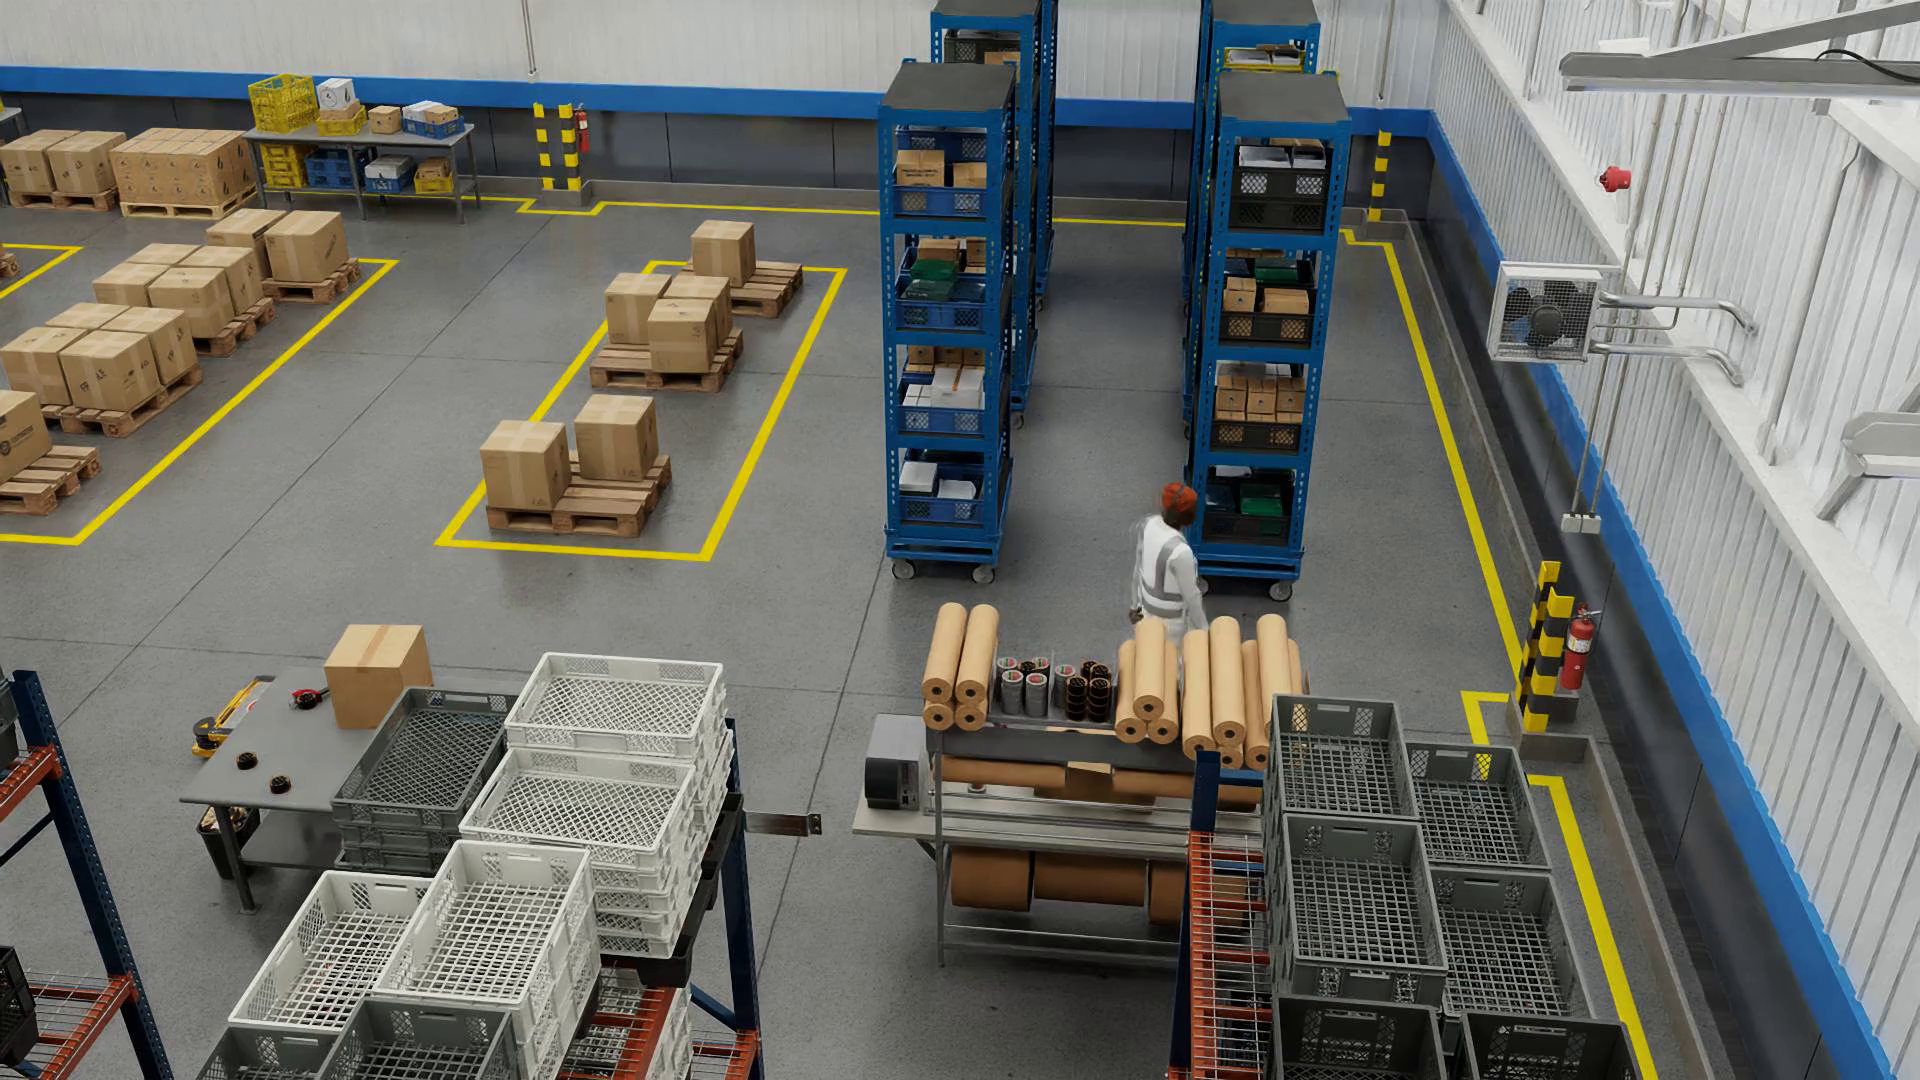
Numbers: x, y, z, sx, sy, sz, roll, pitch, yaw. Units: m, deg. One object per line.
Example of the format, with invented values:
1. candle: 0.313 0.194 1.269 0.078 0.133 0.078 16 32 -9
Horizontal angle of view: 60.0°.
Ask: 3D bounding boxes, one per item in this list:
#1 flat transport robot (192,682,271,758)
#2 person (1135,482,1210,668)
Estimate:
1. flat transport robot: -4.089 1.163 10.648 1.431 0.197 0.652 3 30 6
2. person: 1.299 0.435 10.369 0.935 1.823 0.555 -5 31 -8
